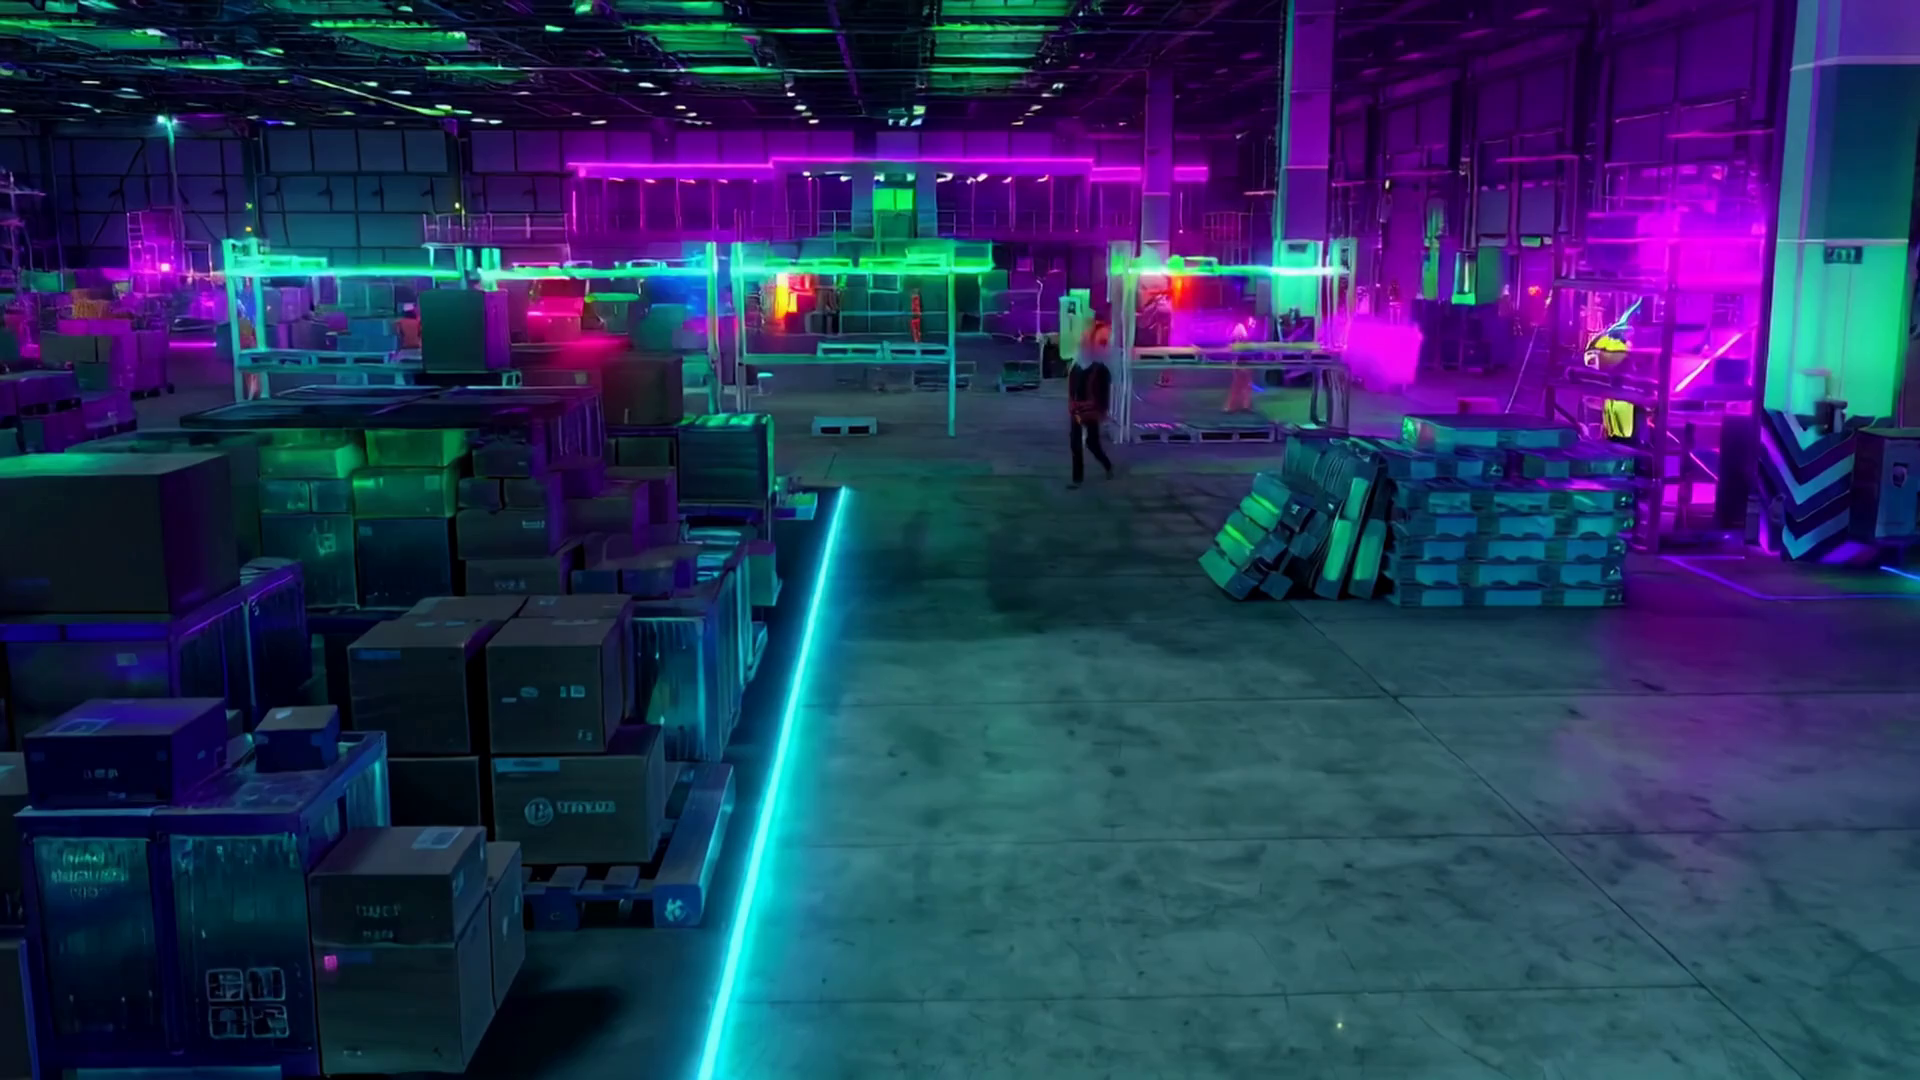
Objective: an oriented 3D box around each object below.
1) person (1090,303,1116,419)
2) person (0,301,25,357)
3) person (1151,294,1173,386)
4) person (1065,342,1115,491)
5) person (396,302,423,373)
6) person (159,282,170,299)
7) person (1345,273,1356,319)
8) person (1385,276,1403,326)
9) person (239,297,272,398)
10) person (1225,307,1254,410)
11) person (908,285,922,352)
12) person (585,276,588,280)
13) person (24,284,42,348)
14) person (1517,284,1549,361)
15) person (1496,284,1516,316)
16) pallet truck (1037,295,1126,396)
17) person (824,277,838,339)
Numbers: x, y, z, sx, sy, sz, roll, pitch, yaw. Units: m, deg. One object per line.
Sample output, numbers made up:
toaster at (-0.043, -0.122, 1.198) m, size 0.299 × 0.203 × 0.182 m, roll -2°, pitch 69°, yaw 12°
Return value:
person at (2.351, -3.042, 28.266) m, size 0.761 × 2.000 × 0.714 m, roll -2°, pitch 10°, yaw -11°
person at (-18.980, -3.842, 33.278) m, size 0.560 × 1.841 × 0.705 m, roll 1°, pitch 10°, yaw 5°
person at (4.253, -4.218, 35.133) m, size 0.383 × 1.924 × 0.594 m, roll 8°, pitch 13°, yaw 36°
person at (1.588, -1.511, 20.346) m, size 0.636 × 1.820 × 0.632 m, roll 9°, pitch 14°, yaw 42°
person at (-10.027, -3.387, 30.469) m, size 0.545 × 1.941 × 0.350 m, roll -4°, pitch 11°, yaw -21°
person at (-25.483, -7.408, 53.419) m, size 0.322 × 1.742 × 0.490 m, roll -5°, pitch 11°, yaw -25°
person at (15.487, -9.650, 65.652) m, size 0.429 × 1.838 × 0.622 m, roll -5°, pitch 11°, yaw -27°
person at (14.461, -7.839, 55.417) m, size 0.633 × 1.904 × 0.872 m, roll 1°, pitch 10°, yaw 4°
person at (-13.747, -3.748, 32.411) m, size 0.610 × 1.963 × 0.366 m, roll 5°, pitch 11°, yaw 27°
person at (4.875, -3.006, 28.403) m, size 0.734 × 1.913 × 0.667 m, roll 1°, pitch 10°, yaw 5°
person at (-1.199, -5.838, 44.315) m, size 0.354 × 1.876 × 0.574 m, roll -3°, pitch 11°, yaw -16°
person at (-13.382, -8.612, 59.800) m, size 0.743 × 1.855 × 0.628 m, roll -4°, pitch 11°, yaw -21°
person at (-26.444, -6.380, 47.504) m, size 0.610 × 1.821 × 0.414 m, roll 6°, pitch 12°, yaw 32°
person at (14.757, -5.543, 42.462) m, size 0.971 × 1.960 × 0.617 m, roll 9°, pitch 14°, yaw 42°
person at (15.516, -6.362, 47.300) m, size 0.535 × 1.844 × 0.699 m, roll 4°, pitch 11°, yaw 20°
pallet truck at (2.483, -3.881, 33.060) m, size 1.885 × 1.965 × 0.823 m, roll -7°, pitch 13°, yaw -36°
person at (-4.026, -7.226, 51.867) m, size 0.360 × 1.936 × 0.552 m, roll -5°, pitch 12°, yaw -28°
